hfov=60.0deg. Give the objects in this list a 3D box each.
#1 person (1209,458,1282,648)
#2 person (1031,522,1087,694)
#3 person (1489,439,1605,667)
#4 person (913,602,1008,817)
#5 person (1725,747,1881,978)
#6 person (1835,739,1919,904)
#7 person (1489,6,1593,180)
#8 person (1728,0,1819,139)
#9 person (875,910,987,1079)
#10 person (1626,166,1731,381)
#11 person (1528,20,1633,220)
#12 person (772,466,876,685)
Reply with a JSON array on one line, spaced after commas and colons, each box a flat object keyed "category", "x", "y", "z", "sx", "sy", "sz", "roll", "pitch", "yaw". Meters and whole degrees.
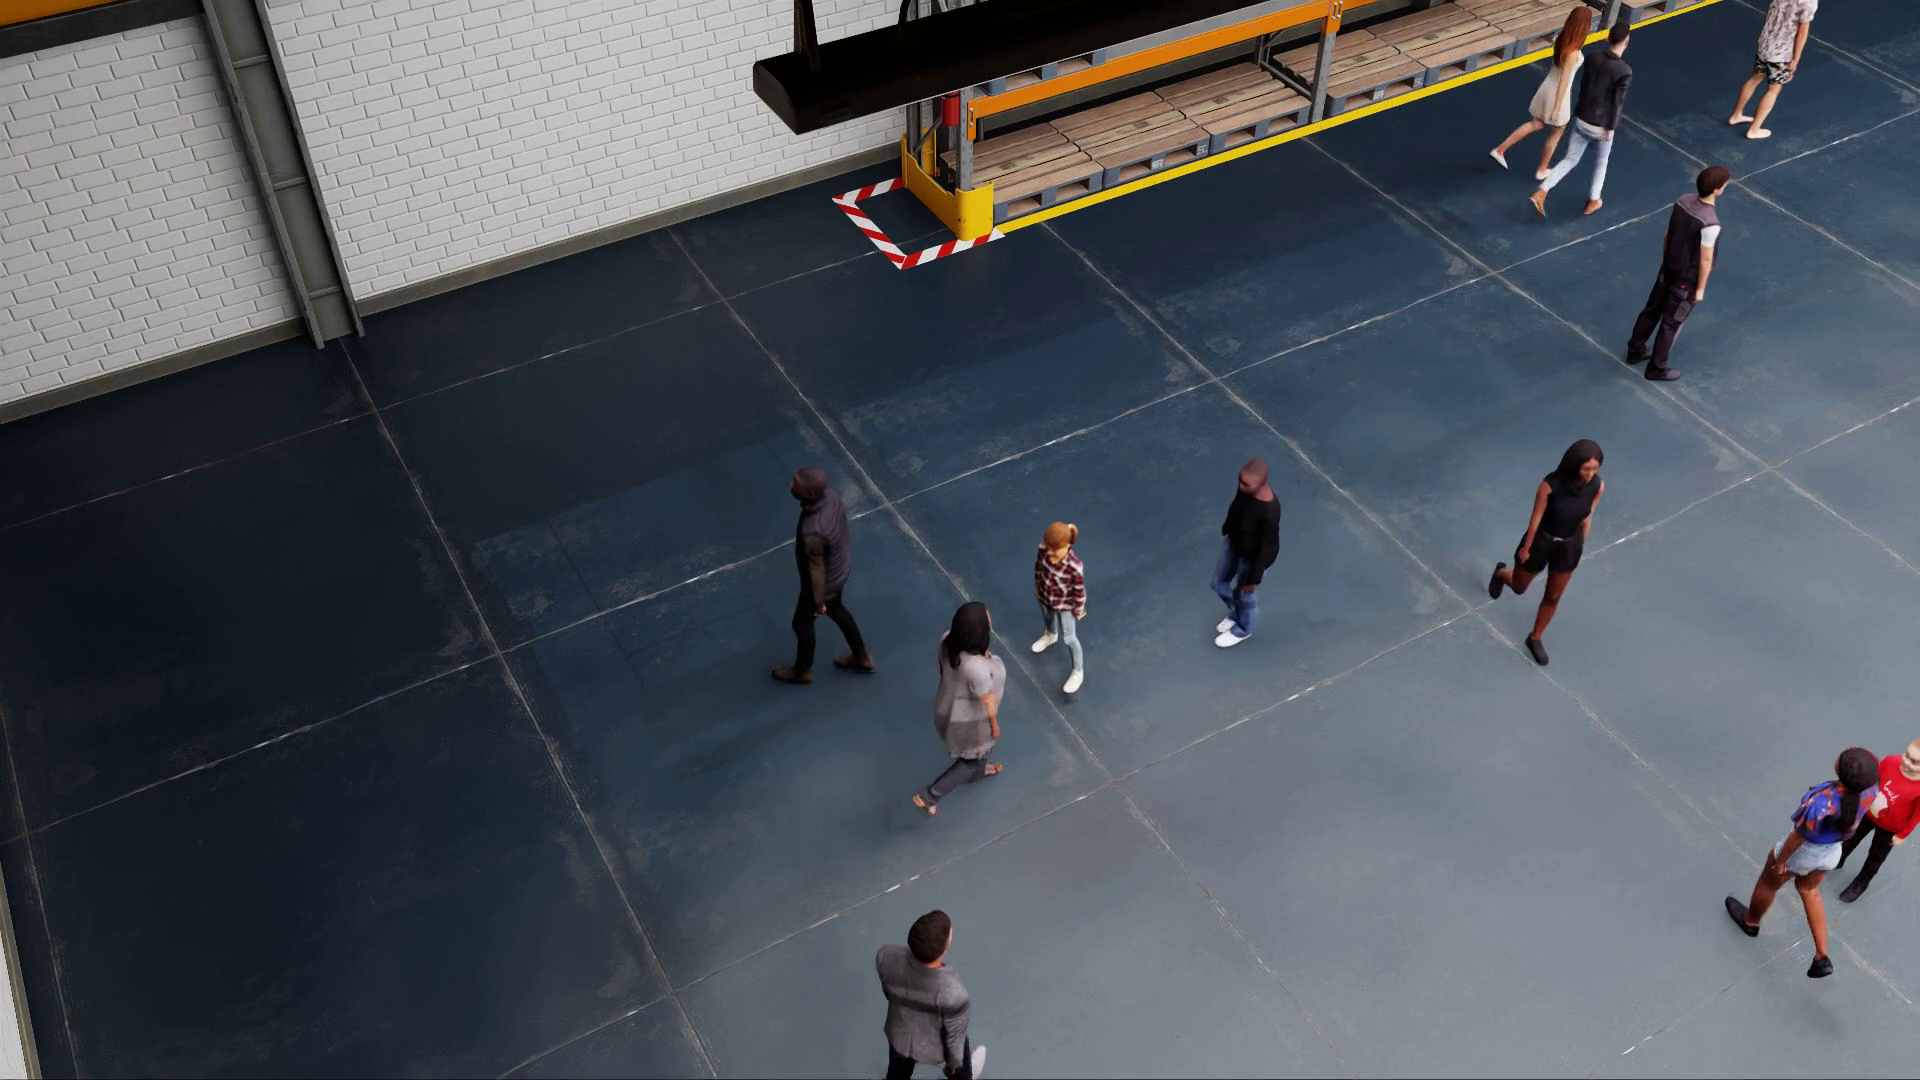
[{"category": "person", "x": 1.940, "y": 0.065, "z": 10.757, "sx": 0.652, "sy": 1.723, "sz": 0.677, "roll": -16, "pitch": 46, "yaw": -16}, {"category": "person", "x": 0.658, "y": 0.359, "z": 10.767, "sx": 0.726, "sy": 1.284, "sz": 0.701, "roll": 34, "pitch": 53, "yaw": 31}, {"category": "person", "x": 3.806, "y": 0.001, "z": 10.822, "sx": 0.993, "sy": 1.726, "sz": 0.902, "roll": -5, "pitch": 44, "yaw": -5}, {"category": "person", "x": -0.023, "y": 1.029, "z": 9.843, "sx": 0.894, "sy": 1.588, "sz": 0.625, "roll": -22, "pitch": 48, "yaw": -22}, {"category": "person", "x": 4.646, "y": 1.753, "z": 8.983, "sx": 0.947, "sy": 1.726, "sz": 0.804, "roll": -12, "pitch": 45, "yaw": -12}, {"category": "person", "x": 5.279, "y": 1.574, "z": 9.494, "sx": 0.479, "sy": 1.281, "sz": 0.495, "roll": -20, "pitch": 47, "yaw": -20}, {"category": "person", "x": 5.306, "y": -4.025, "z": 15.073, "sx": 1.043, "sy": 1.692, "sz": 0.846, "roll": 2, "pitch": 44, "yaw": 3}, {"category": "person", "x": 7.703, "y": -4.665, "z": 15.661, "sx": 0.629, "sy": 1.807, "sz": 0.718, "roll": -14, "pitch": 45, "yaw": -14}, {"category": "person", "x": -0.222, "y": 2.468, "z": 8.153, "sx": 1.114, "sy": 1.837, "sz": 1.291, "roll": 19, "pitch": 47, "yaw": 19}, {"category": "person", "x": 5.598, "y": -2.078, "z": 12.916, "sx": 0.645, "sy": 1.848, "sz": 0.702, "roll": -12, "pitch": 45, "yaw": -12}, {"category": "person", "x": 5.492, "y": -3.632, "z": 14.578, "sx": 1.083, "sy": 1.806, "sz": 0.759, "roll": -25, "pitch": 49, "yaw": -24}, {"category": "person", "x": -0.808, "y": 0.223, "z": 10.521, "sx": 1.064, "sy": 1.820, "sz": 0.989, "roll": 6, "pitch": 44, "yaw": 6}]
